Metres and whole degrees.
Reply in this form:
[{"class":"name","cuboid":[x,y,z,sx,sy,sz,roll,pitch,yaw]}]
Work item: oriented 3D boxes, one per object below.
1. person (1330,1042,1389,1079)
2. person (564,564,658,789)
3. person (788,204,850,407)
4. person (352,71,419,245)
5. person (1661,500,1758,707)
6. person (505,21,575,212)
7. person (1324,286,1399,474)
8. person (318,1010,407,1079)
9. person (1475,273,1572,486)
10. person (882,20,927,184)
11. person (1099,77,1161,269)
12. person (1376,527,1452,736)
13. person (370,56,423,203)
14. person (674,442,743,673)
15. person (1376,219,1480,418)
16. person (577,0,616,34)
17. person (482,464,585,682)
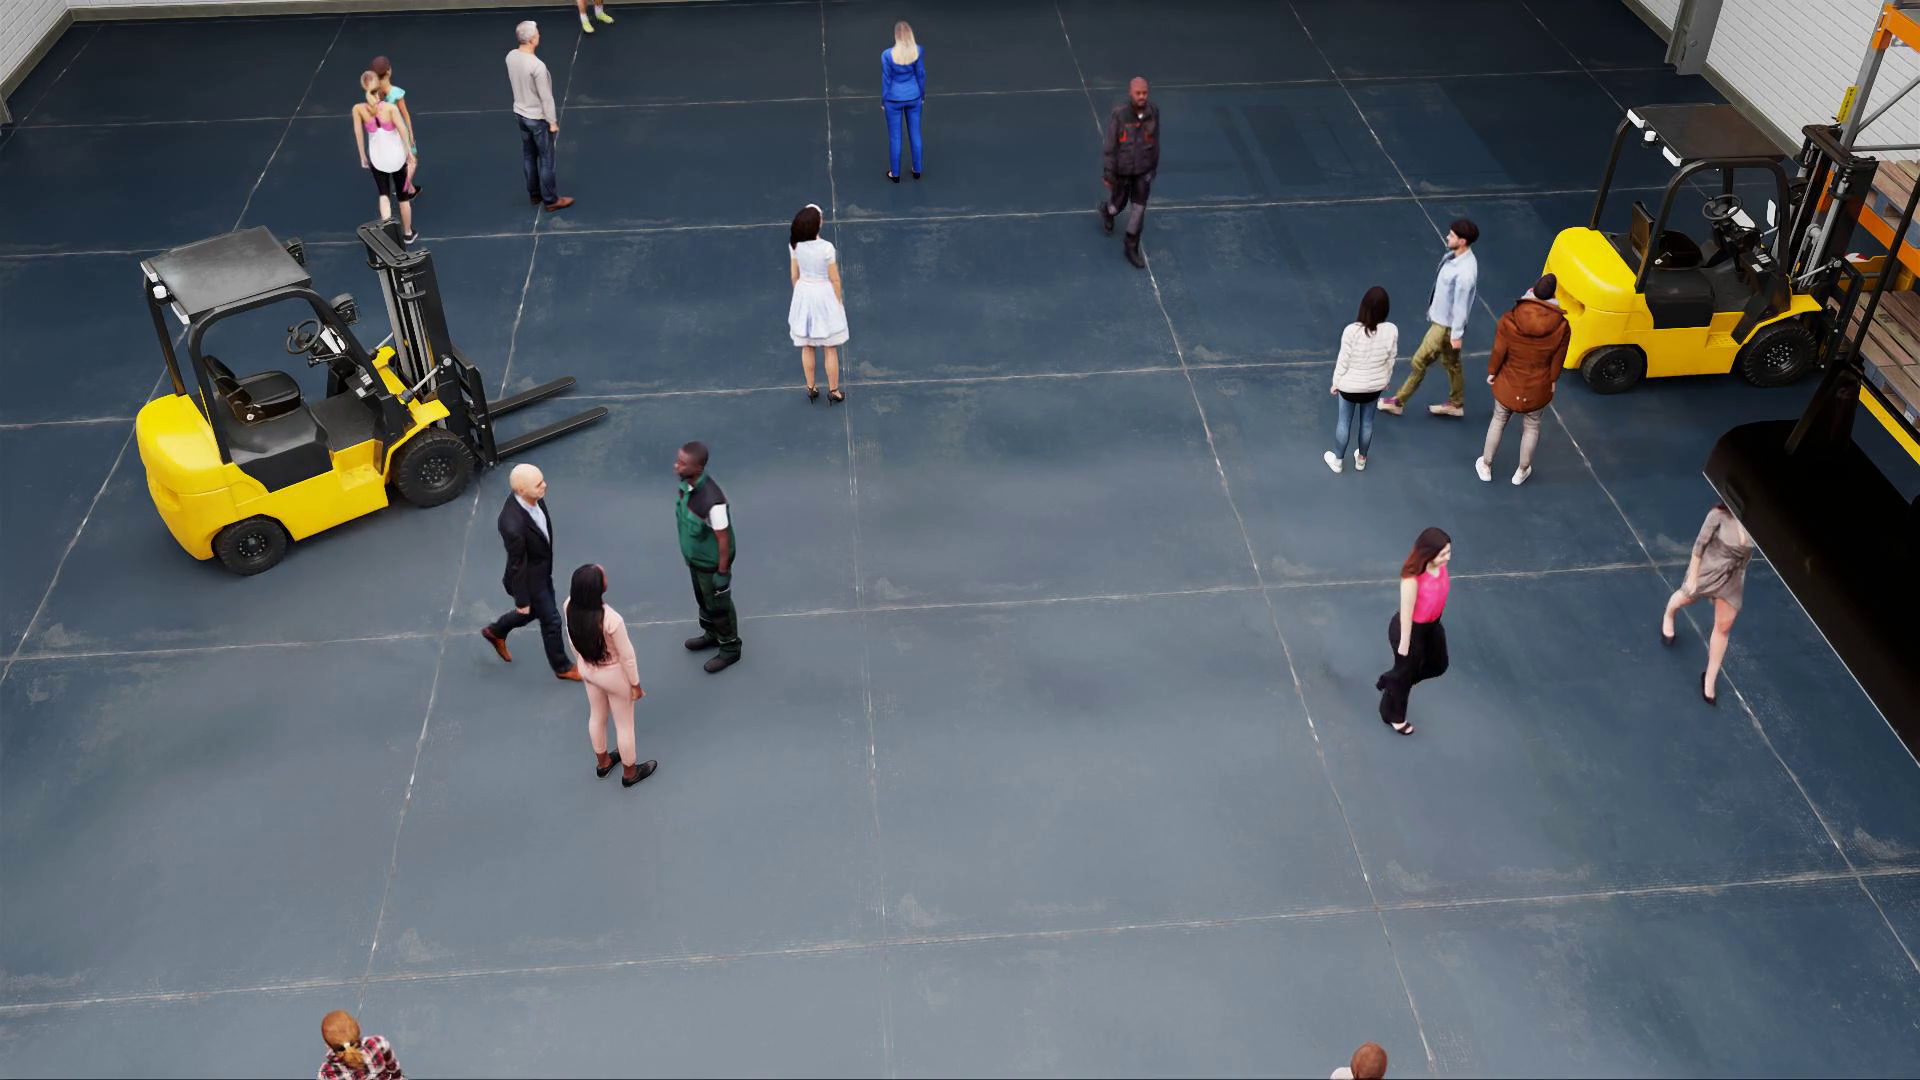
[{"class":"person","cuboid":[1.931,2.872,8.206,0.561,1.194,0.598,20,43,23]},{"class":"person","cuboid":[-2.201,0.839,10.330,0.699,1.720,0.718,20,43,23]},{"class":"person","cuboid":[-1.179,-1.919,13.704,0.820,1.818,0.857,12,40,15]},{"class":"person","cuboid":[-5.440,-3.556,15.790,0.628,1.774,0.840,-4,39,-5]},{"class":"person","cuboid":[5.040,0.184,11.167,0.674,1.698,1.096,1,39,1]},{"class":"person","cuboid":[-4.216,-4.195,16.487,0.815,1.903,0.879,28,47,31]},{"class":"person","cuboid":[3.143,-1.250,13.012,0.613,1.638,0.526,-3,39,-4]},{"class":"person","cuboid":[-2.894,2.795,8.219,0.631,1.297,0.669,-27,46,-29]},{"class":"person","cuboid":[4.352,-1.232,12.827,0.816,1.839,0.834,11,40,13]},{"class":"person","cuboid":[-0.574,-4.488,17.015,0.668,1.701,0.633,-12,40,-15]},{"class":"person","cuboid":[1.596,-3.567,15.782,0.815,1.802,1.123,-9,39,-11]},{"class":"person","cuboid":[2.884,0.555,10.742,0.809,1.649,0.750,31,48,33]},{"class":"person","cuboid":[-5.650,-4.037,16.574,0.695,1.547,0.920,7,39,8]},{"class":"person","cuboid":[-1.686,0.095,11.166,0.839,1.839,0.715,-21,43,-25]},{"class":"person","cuboid":[4.060,-1.746,13.518,0.965,1.781,1.059,8,39,10]},{"class":"person","cuboid":[-4.583,-7.009,20.103,0.918,1.786,0.835,15,41,18]},{"class":"person","cuboid":[-2.924,0.225,11.052,0.890,1.777,1.022,5,39,6]}]
